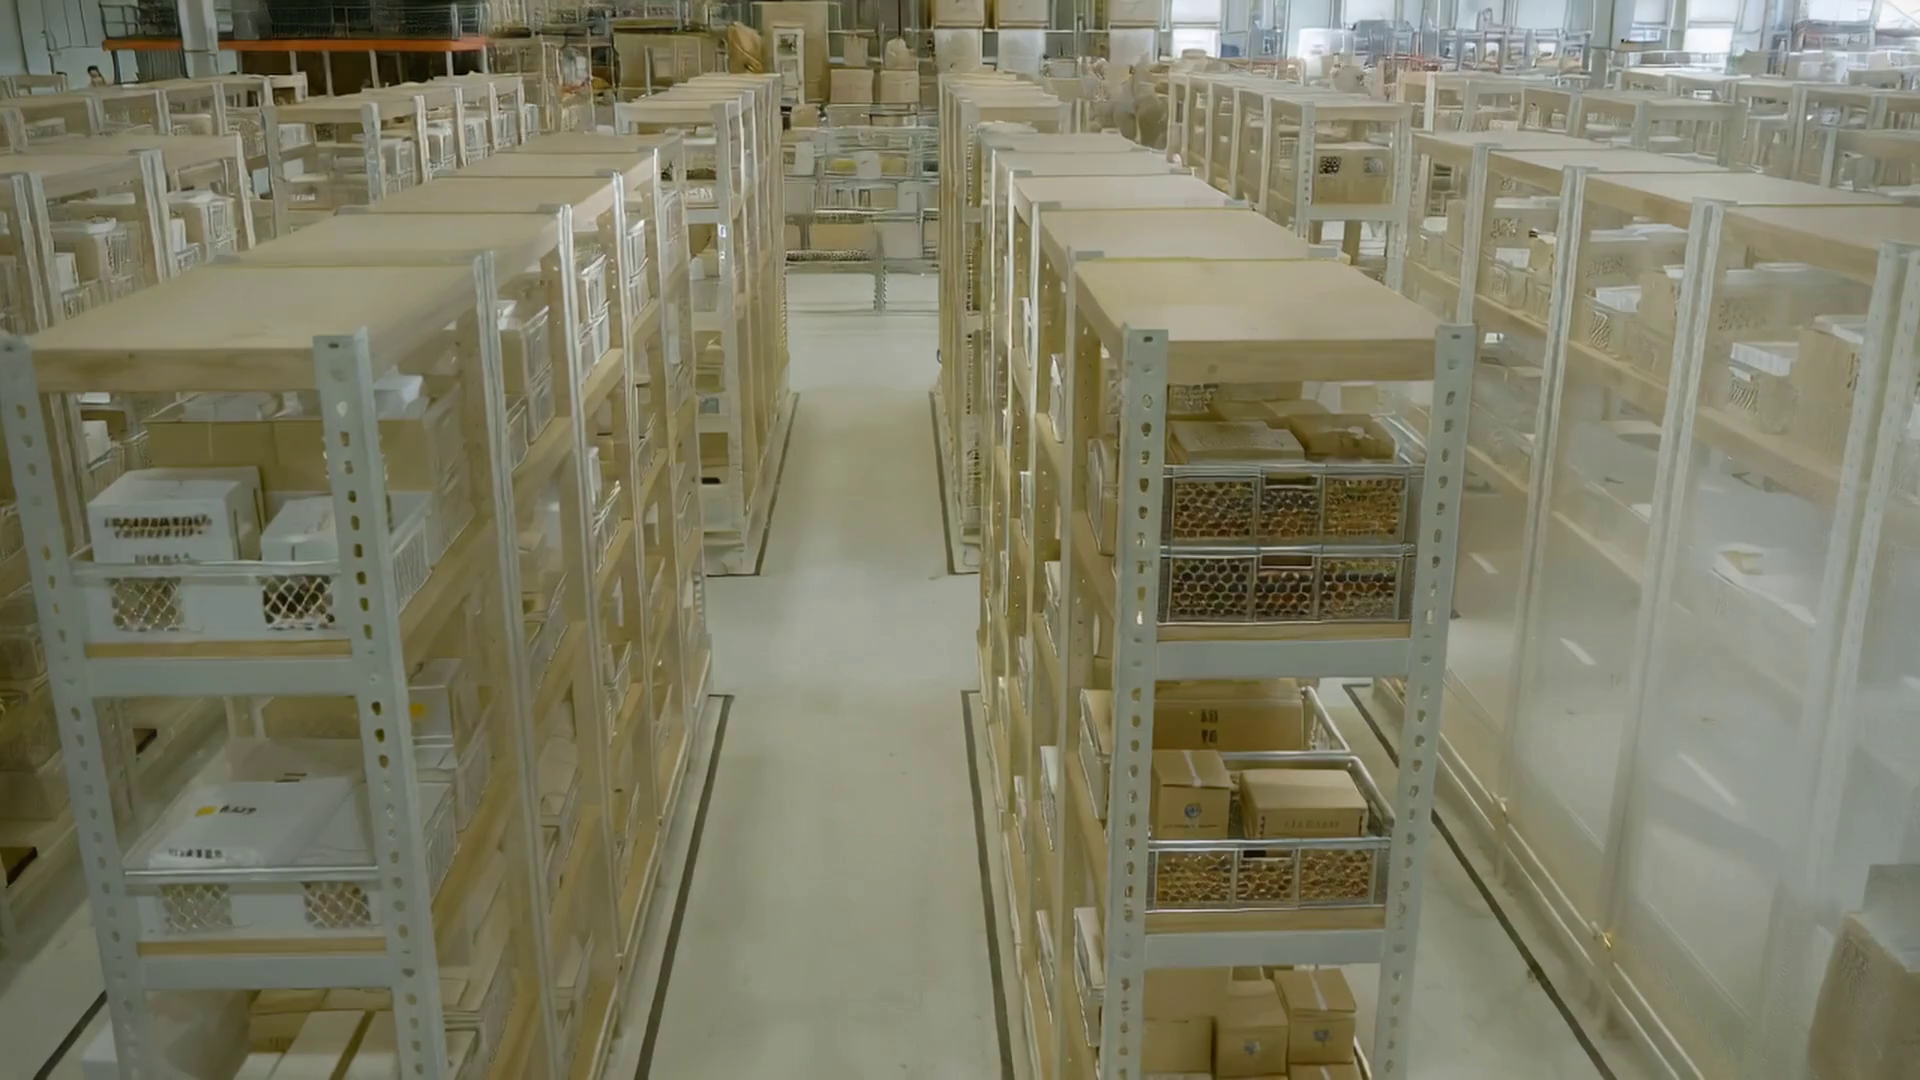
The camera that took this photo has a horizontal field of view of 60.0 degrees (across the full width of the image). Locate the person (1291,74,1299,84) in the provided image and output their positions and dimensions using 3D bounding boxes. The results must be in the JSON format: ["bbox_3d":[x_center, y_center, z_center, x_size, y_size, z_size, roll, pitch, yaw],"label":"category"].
[{"bbox_3d":[11.765,-15.244,57.937,0.727,1.945,0.604,3,18,11],"label":"person"}]

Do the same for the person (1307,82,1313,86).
[{"bbox_3d":[11.941,-14.854,57.134,0.320,1.692,0.534,7,19,20],"label":"person"}]

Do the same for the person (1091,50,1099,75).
[{"bbox_3d":[6.960,-24.702,87.194,0.603,1.949,0.389,2,18,7],"label":"person"}]

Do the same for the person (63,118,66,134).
[{"bbox_3d":[-22.979,-10.166,42.282,0.639,1.908,0.409,-9,20,-25],"label":"person"}]

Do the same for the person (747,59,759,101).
[{"bbox_3d":[-9.282,-20.649,74.755,0.585,1.882,0.337,2,18,6],"label":"person"}]

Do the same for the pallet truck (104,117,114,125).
[{"bbox_3d":[-18.367,-7.885,35.078,1.885,1.965,0.823,1,18,2],"label":"pallet truck"}]

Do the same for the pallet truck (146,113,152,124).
[{"bbox_3d":[-18.087,-8.309,36.390,1.885,1.965,0.823,-1,18,-4],"label":"pallet truck"}]

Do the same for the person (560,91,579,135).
[{"bbox_3d":[-10.526,-11.036,44.772,0.605,2.034,0.394,9,20,26],"label":"person"}]

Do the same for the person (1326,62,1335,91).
[{"bbox_3d":[16.457,-20.210,73.526,0.903,1.817,0.519,8,19,23],"label":"person"}]

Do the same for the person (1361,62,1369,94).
[{"bbox_3d":[17.361,-19.595,71.516,0.328,1.874,0.521,-6,19,-18],"label":"person"}]

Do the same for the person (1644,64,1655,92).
[{"bbox_3d":[30.730,-20.430,74.101,0.567,1.878,0.349,-10,20,-27],"label":"person"}]

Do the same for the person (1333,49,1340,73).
[{"bbox_3d":[20.030,-25.187,88.737,0.401,1.923,0.570,8,20,23],"label":"person"}]

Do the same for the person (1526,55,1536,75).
[{"bbox_3d":[27.301,-22.203,79.515,0.616,1.911,0.419,-15,23,-39],"label":"person"}]

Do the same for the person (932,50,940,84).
[{"bbox_3d":[-1.317,-26.048,91.557,0.429,1.830,0.635,-2,18,-7],"label":"person"}]

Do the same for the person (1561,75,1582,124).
[{"bbox_3d":[20.167,-14.312,54.896,0.682,2.000,0.537,10,20,28],"label":"person"}]

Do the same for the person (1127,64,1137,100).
[{"bbox_3d":[6.971,-18.306,67.464,0.399,1.913,0.590,-8,20,-25],"label":"person"}]

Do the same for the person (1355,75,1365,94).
[{"bbox_3d":[14.380,-15.687,59.511,0.710,1.821,0.541,2,18,5],"label":"person"}]

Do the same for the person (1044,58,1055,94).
[{"bbox_3d":[4.332,-22.555,80.905,0.688,1.724,0.488,13,22,36],"label":"person"}]

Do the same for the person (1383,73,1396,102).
[{"bbox_3d":[15.450,-15.786,59.710,0.543,1.872,1.021,-17,24,-41],"label":"person"}]

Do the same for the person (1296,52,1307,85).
[{"bbox_3d":[17.076,-23.378,83.115,0.362,1.939,0.636,-17,24,-42],"label":"person"}]

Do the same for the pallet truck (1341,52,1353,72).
[{"bbox_3d":[18.794,-23.123,82.231,0.823,1.965,1.885,-13,22,-35],"label":"pallet truck"}]

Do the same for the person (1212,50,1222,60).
[{"bbox_3d":[13.444,-24.626,87.000,0.590,1.923,0.383,-6,19,-18],"label":"person"}]

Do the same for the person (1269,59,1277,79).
[{"bbox_3d":[15.129,-22.391,80.468,0.531,1.689,0.322,-15,23,-39],"label":"person"}]

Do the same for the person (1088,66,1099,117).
[{"bbox_3d":[5.264,-17.551,65.089,0.375,1.933,0.550,-14,22,-36],"label":"person"}]

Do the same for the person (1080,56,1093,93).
[{"bbox_3d":[6.386,-23.125,82.581,0.978,1.790,0.641,17,24,42],"label":"person"}]

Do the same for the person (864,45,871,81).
[{"bbox_3d":[-5.273,-27.090,94.513,0.377,1.995,0.608,-9,20,-26],"label":"person"}]

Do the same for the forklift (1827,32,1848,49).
[{"bbox_3d":[46.023,-25.321,87.619,1.129,2.768,1.873,-1,18,-2],"label":"forklift"}]
